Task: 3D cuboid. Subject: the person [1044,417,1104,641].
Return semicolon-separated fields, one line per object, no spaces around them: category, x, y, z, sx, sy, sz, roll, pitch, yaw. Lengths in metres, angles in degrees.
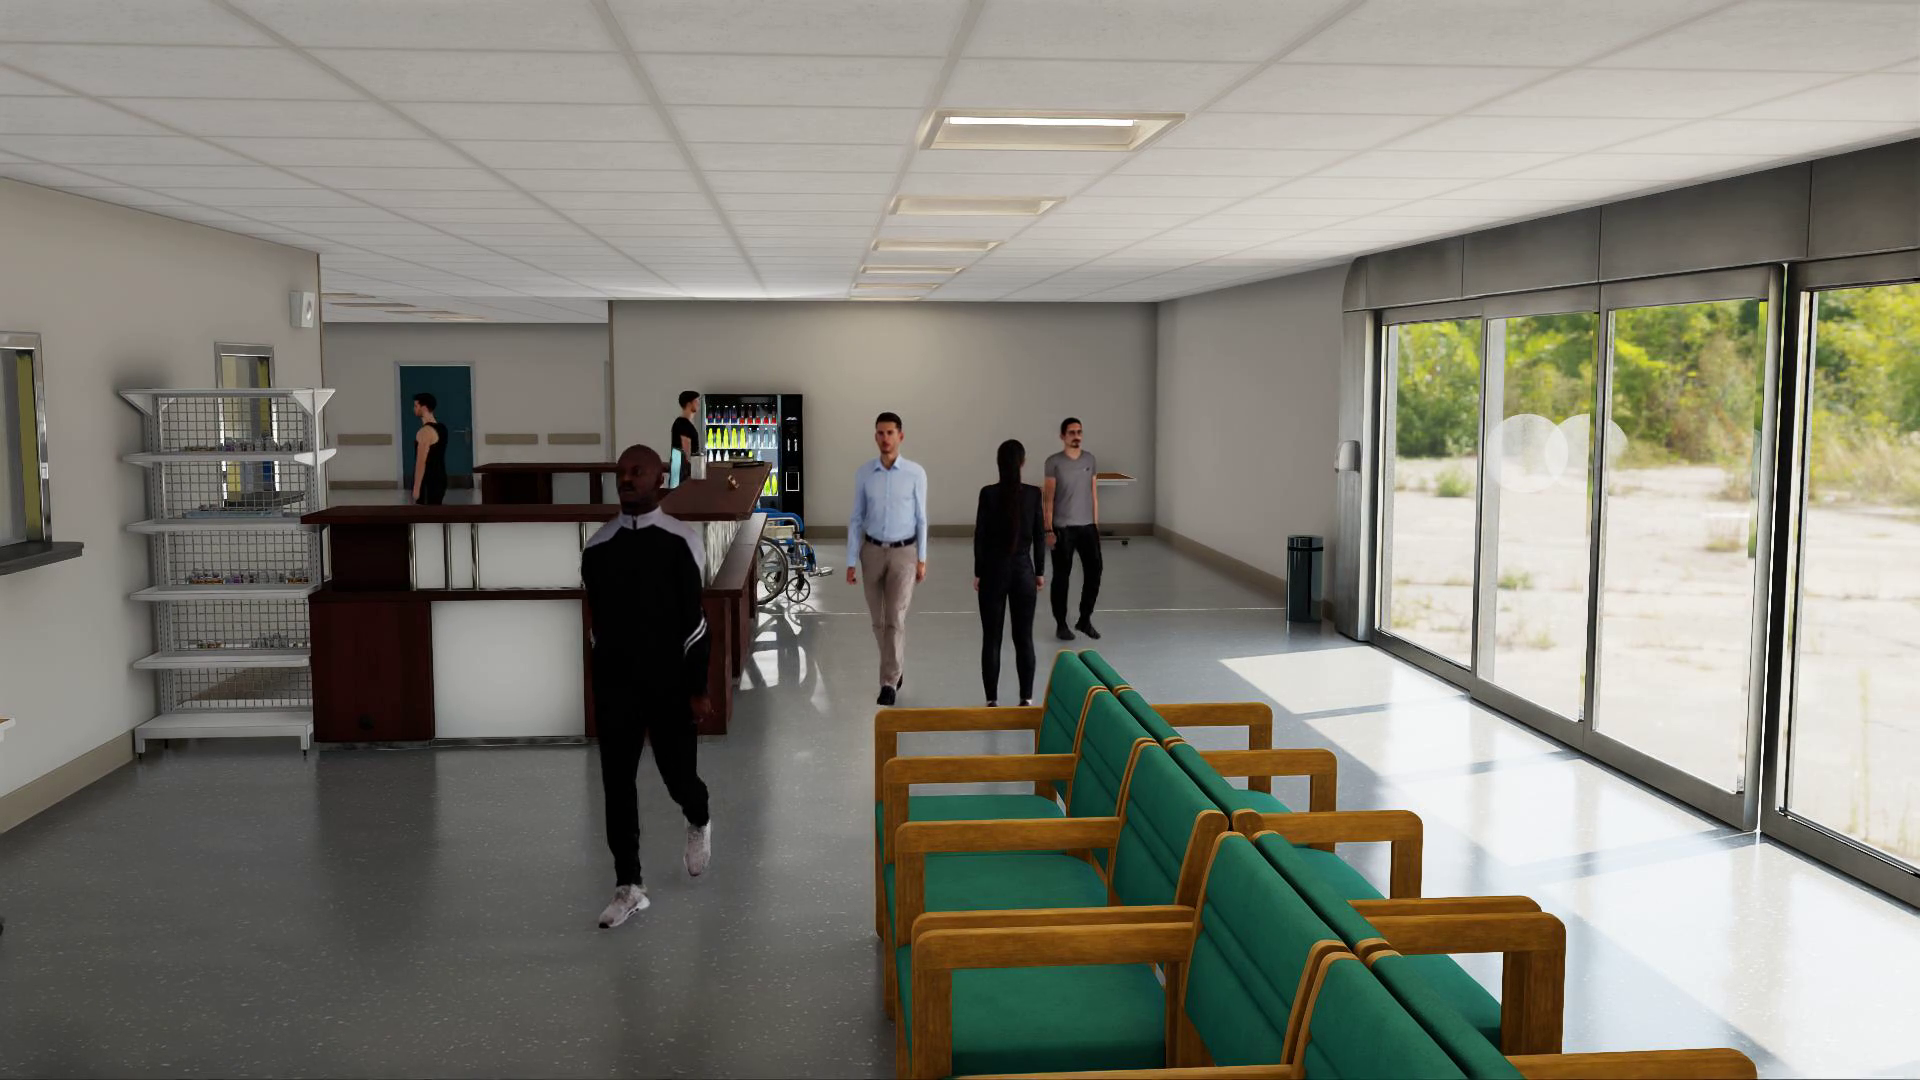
person;0.852;-0.088;13.072;0.659;1.741;0.784;-2;6;-19

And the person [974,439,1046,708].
person;0.291;0.252;9.850;0.436;1.709;0.645;-1;6;-9

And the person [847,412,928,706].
person;-0.441;0.118;10.634;1.205;1.820;0.902;1;6;9

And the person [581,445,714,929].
person;-1.188;0.541;6.530;1.082;1.799;0.912;1;6;10

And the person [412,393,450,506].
person;-5.464;-0.595;17.389;0.753;1.885;0.748;0;6;2

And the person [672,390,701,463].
person;-3.243;-0.749;19.100;1.288;1.850;0.968;-3;6;-25
